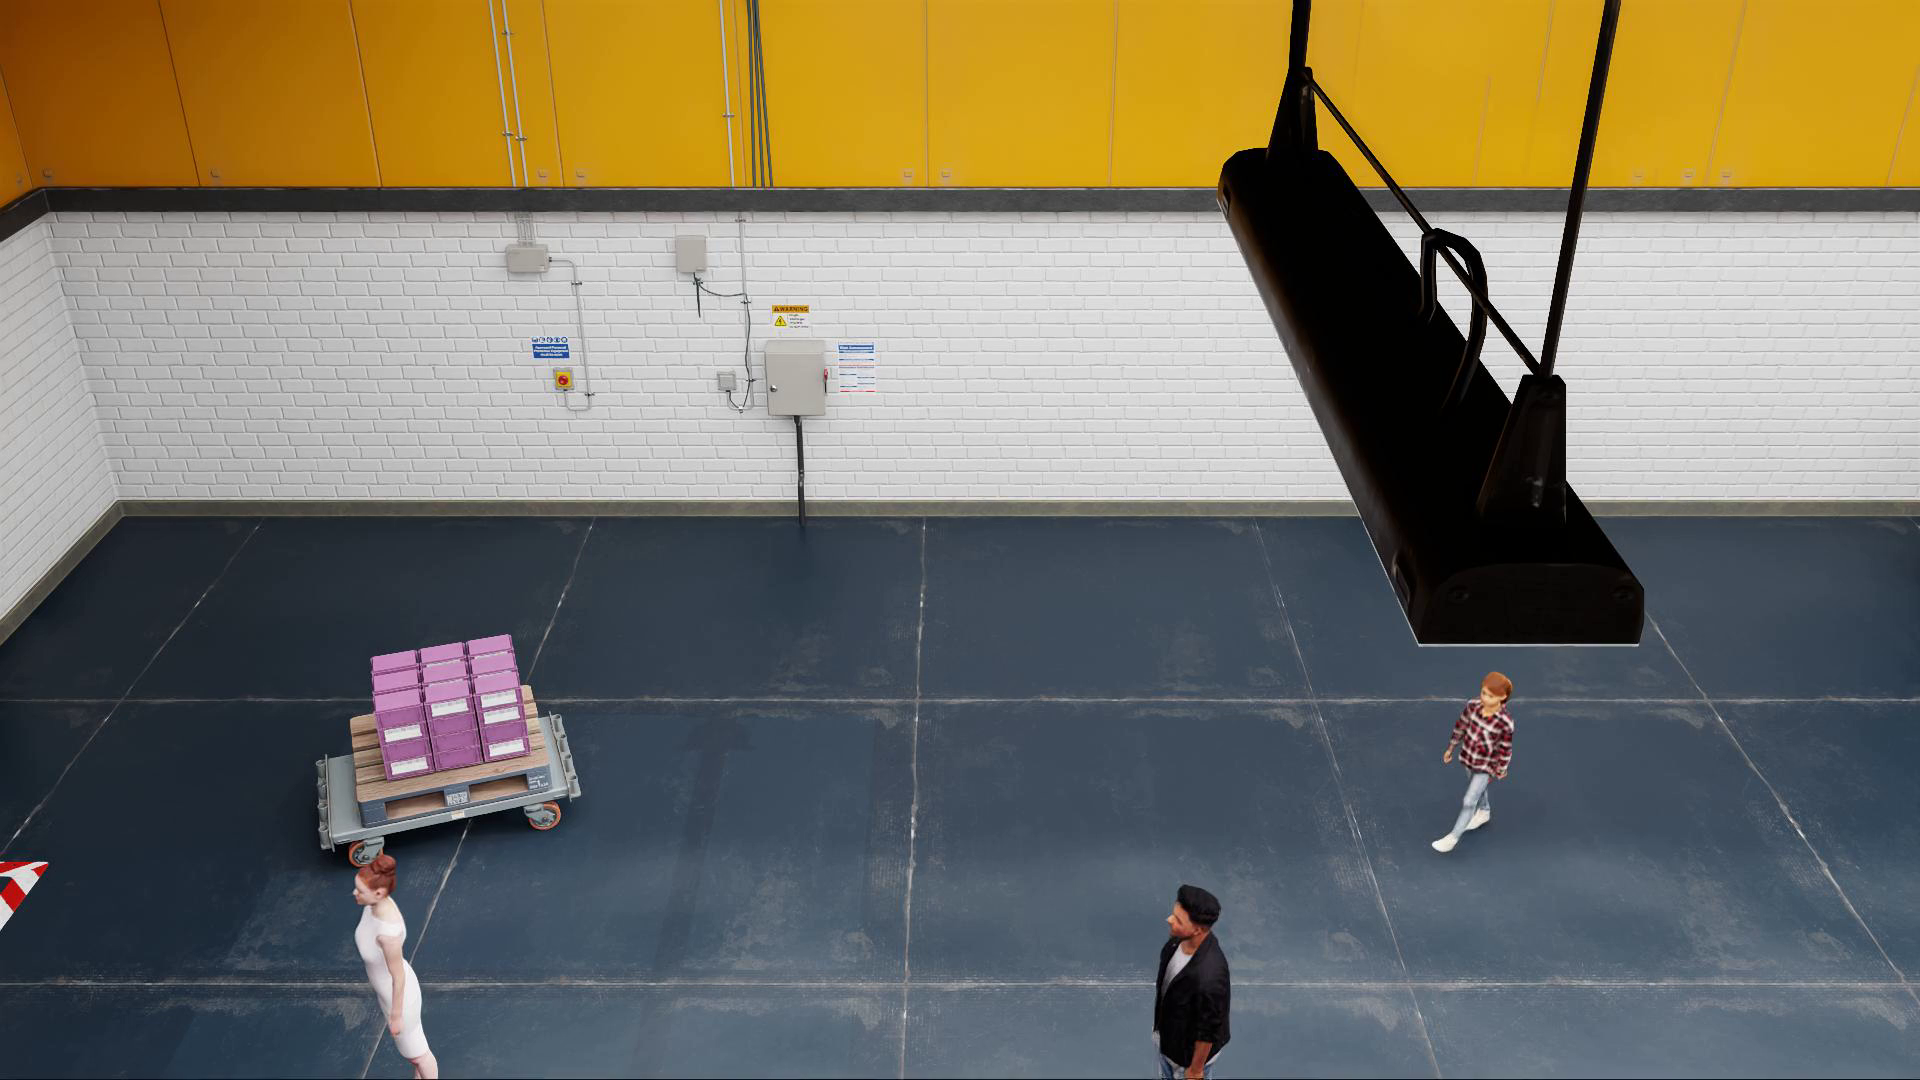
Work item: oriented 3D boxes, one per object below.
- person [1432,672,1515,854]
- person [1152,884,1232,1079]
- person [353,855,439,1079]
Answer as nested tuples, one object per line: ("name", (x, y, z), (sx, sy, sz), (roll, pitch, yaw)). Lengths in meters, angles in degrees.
("person", (3.426, 1.404, 10.838), (0.871, 1.270, 0.899), (-17, 33, -28))
("person", (1.178, 2.445, 8.345), (0.802, 1.830, 0.647), (-5, 29, -8))
("person", (-2.886, 2.344, 8.569), (0.692, 1.793, 0.575), (-16, 32, -27))
